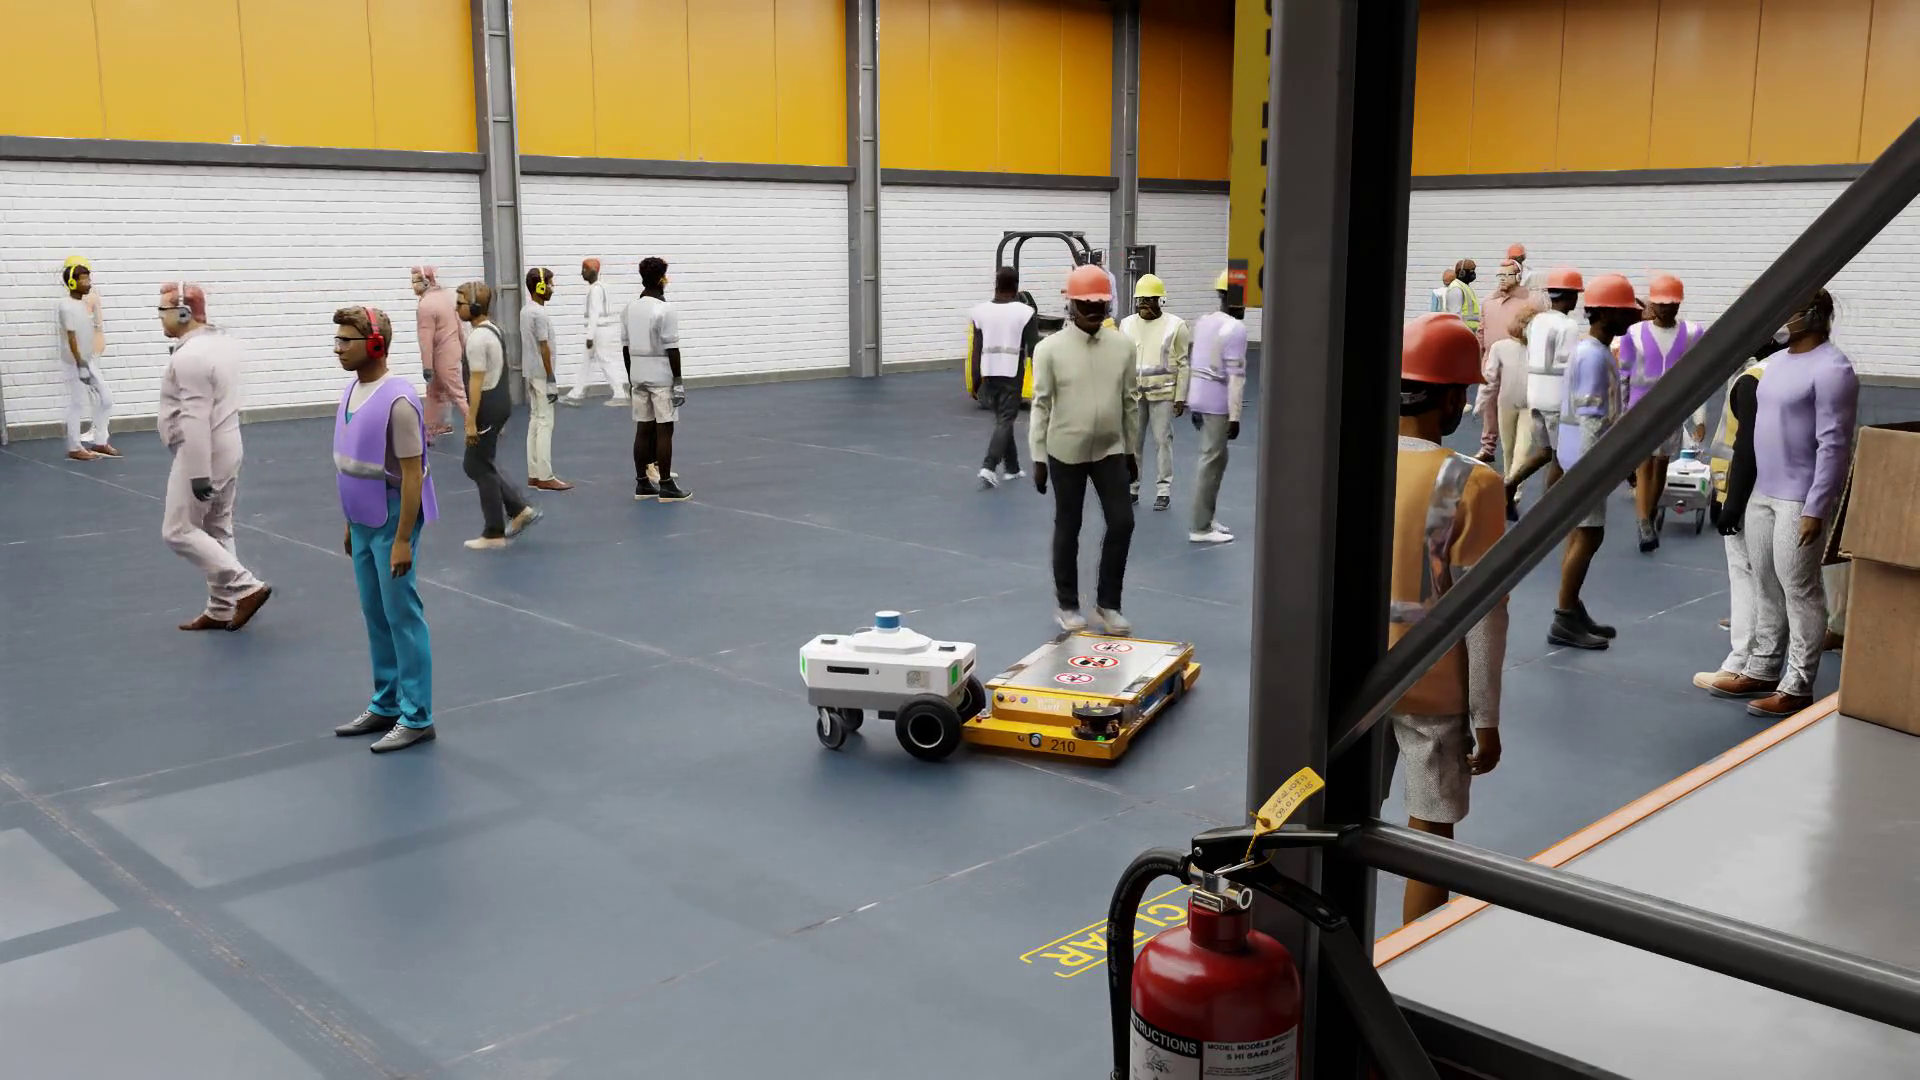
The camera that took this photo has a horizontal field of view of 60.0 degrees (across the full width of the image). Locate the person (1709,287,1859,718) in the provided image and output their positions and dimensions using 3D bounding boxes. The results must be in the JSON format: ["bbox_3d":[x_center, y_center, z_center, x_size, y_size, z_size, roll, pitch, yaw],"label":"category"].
[{"bbox_3d":[3.690,-0.180,7.407,0.372,1.940,0.631,-1,10,-3],"label":"person"}]

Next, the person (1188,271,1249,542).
[{"bbox_3d":[1.814,-0.934,11.643,0.527,1.899,0.606,-4,11,-21],"label":"person"}]

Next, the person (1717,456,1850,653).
[{"bbox_3d":[4.295,-0.346,8.582,0.801,1.827,0.545,7,13,34],"label":"person"}]

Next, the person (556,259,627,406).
[{"bbox_3d":[-4.605,-2.570,20.731,0.898,1.836,0.602,-2,11,-13],"label":"person"}]

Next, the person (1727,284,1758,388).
[{"bbox_3d":[8.619,-1.999,18.238,0.530,1.606,0.814,5,11,23],"label":"person"}]

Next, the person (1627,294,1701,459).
[{"bbox_3d":[6.461,-1.470,15.359,0.502,1.600,0.800,-7,13,-35],"label":"person"}]

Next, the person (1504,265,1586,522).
[{"bbox_3d":[4.204,-0.991,11.875,0.547,1.923,0.562,-1,10,-6],"label":"person"}]

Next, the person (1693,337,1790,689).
[{"bbox_3d":[3.727,-0.199,7.776,0.627,1.844,0.429,-9,14,-41],"label":"person"}]

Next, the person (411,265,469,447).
[{"bbox_3d":[-5.157,-1.821,16.658,0.965,1.843,0.689,0,10,0],"label":"person"}]

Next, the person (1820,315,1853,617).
[{"bbox_3d":[4.663,-0.422,9.198,0.500,1.750,0.555,-10,14,-43],"label":"person"}]

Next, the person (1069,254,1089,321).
[{"bbox_3d":[1.955,-3.675,26.677,0.729,1.855,0.617,-8,13,-36],"label":"person"}]

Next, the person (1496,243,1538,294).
[{"bbox_3d":[8.522,-3.522,25.411,0.626,2.024,0.743,6,12,29],"label":"person"}]

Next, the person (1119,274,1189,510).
[{"bbox_3d":[1.470,-1.144,12.948,0.599,1.830,0.404,5,12,26],"label":"person"}]

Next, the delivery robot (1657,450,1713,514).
[{"bbox_3d":[5.333,-0.417,12.219,0.477,0.478,0.707,5,12,27],"label":"delivery robot"}]

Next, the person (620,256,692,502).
[{"bbox_3d":[-2.443,-1.286,13.353,0.614,1.964,0.361,8,13,36],"label":"person"}]

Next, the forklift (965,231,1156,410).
[{"bbox_3d":[1.222,-2.721,20.561,2.313,2.155,1.214,2,11,13],"label":"forklift"}]

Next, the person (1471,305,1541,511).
[{"bbox_3d":[4.201,-0.978,12.663,0.582,1.594,0.827,6,12,29],"label":"person"}]

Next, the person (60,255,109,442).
[{"bbox_3d":[-9.088,-1.988,17.296,0.364,1.927,0.587,-5,11,-25],"label":"person"}]

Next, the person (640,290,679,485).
[{"bbox_3d":[-2.623,-1.332,14.338,0.318,1.700,0.535,1,10,4],"label":"person"}]

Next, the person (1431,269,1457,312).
[{"bbox_3d":[7.076,-3.098,24.125,0.513,1.642,0.313,1,10,6],"label":"person"}]

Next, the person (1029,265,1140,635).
[{"bbox_3d":[0.687,-0.454,8.791,0.659,1.971,0.648,-3,11,-18],"label":"person"}]

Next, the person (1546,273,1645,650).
[{"bbox_3d":[3.307,-0.406,8.660,0.389,1.933,0.582,3,11,17],"label":"person"}]

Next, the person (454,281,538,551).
[{"bbox_3d":[-3.211,-0.830,11.260,0.430,1.833,0.521,-2,10,-8],"label":"person"}]

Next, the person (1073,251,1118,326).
[{"bbox_3d":[2.085,-3.405,25.148,0.673,1.872,0.878,-2,11,-11],"label":"person"}]

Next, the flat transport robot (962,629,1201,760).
[{"bbox_3d":[0.579,0.654,7.406,0.652,0.197,1.431,4,11,22],"label":"flat transport robot"}]

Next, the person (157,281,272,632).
[{"bbox_3d":[-4.013,-0.420,8.854,0.459,1.896,0.658,-2,11,-8],"label":"person"}]

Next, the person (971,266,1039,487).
[{"bbox_3d":[0.374,-1.399,14.255,0.608,1.889,0.972,6,12,28],"label":"person"}]

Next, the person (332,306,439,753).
[{"bbox_3d":[-2.402,-0.050,6.951,0.390,1.846,0.565,-10,14,-43],"label":"person"}]

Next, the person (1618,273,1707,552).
[{"bbox_3d":[4.795,-0.874,11.378,0.556,1.872,1.016,2,11,13],"label":"person"}]

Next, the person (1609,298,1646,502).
[{"bbox_3d":[5.204,-1.096,13.188,0.859,1.631,0.538,1,10,6],"label":"person"}]

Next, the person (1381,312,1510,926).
[{"bbox_3d":[1.187,0.376,4.378,0.375,1.935,0.551,-10,14,-42],"label":"person"}]

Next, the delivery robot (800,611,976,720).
[{"bbox_3d":[-0.305,0.542,6.988,0.707,0.478,0.477,3,11,14],"label":"delivery robot"}]

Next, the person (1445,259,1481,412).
[{"bbox_3d":[6.094,-2.477,20.193,0.429,1.842,0.636,5,12,26],"label":"person"}]

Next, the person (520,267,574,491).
[{"bbox_3d":[-3.493,-1.344,13.951,0.328,1.868,0.509,-7,12,-32],"label":"person"}]

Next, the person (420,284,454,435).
[{"bbox_3d":[-5.647,-1.954,17.911,0.265,1.632,0.505,-6,12,-28],"label":"person"}]

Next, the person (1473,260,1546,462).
[{"bbox_3d":[5.056,-1.636,15.432,0.408,1.906,0.653,-9,14,-42],"label":"person"}]

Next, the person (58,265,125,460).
[{"bbox_3d":[-8.231,-1.663,15.731,0.635,1.846,0.539,-1,10,-6],"label":"person"}]
